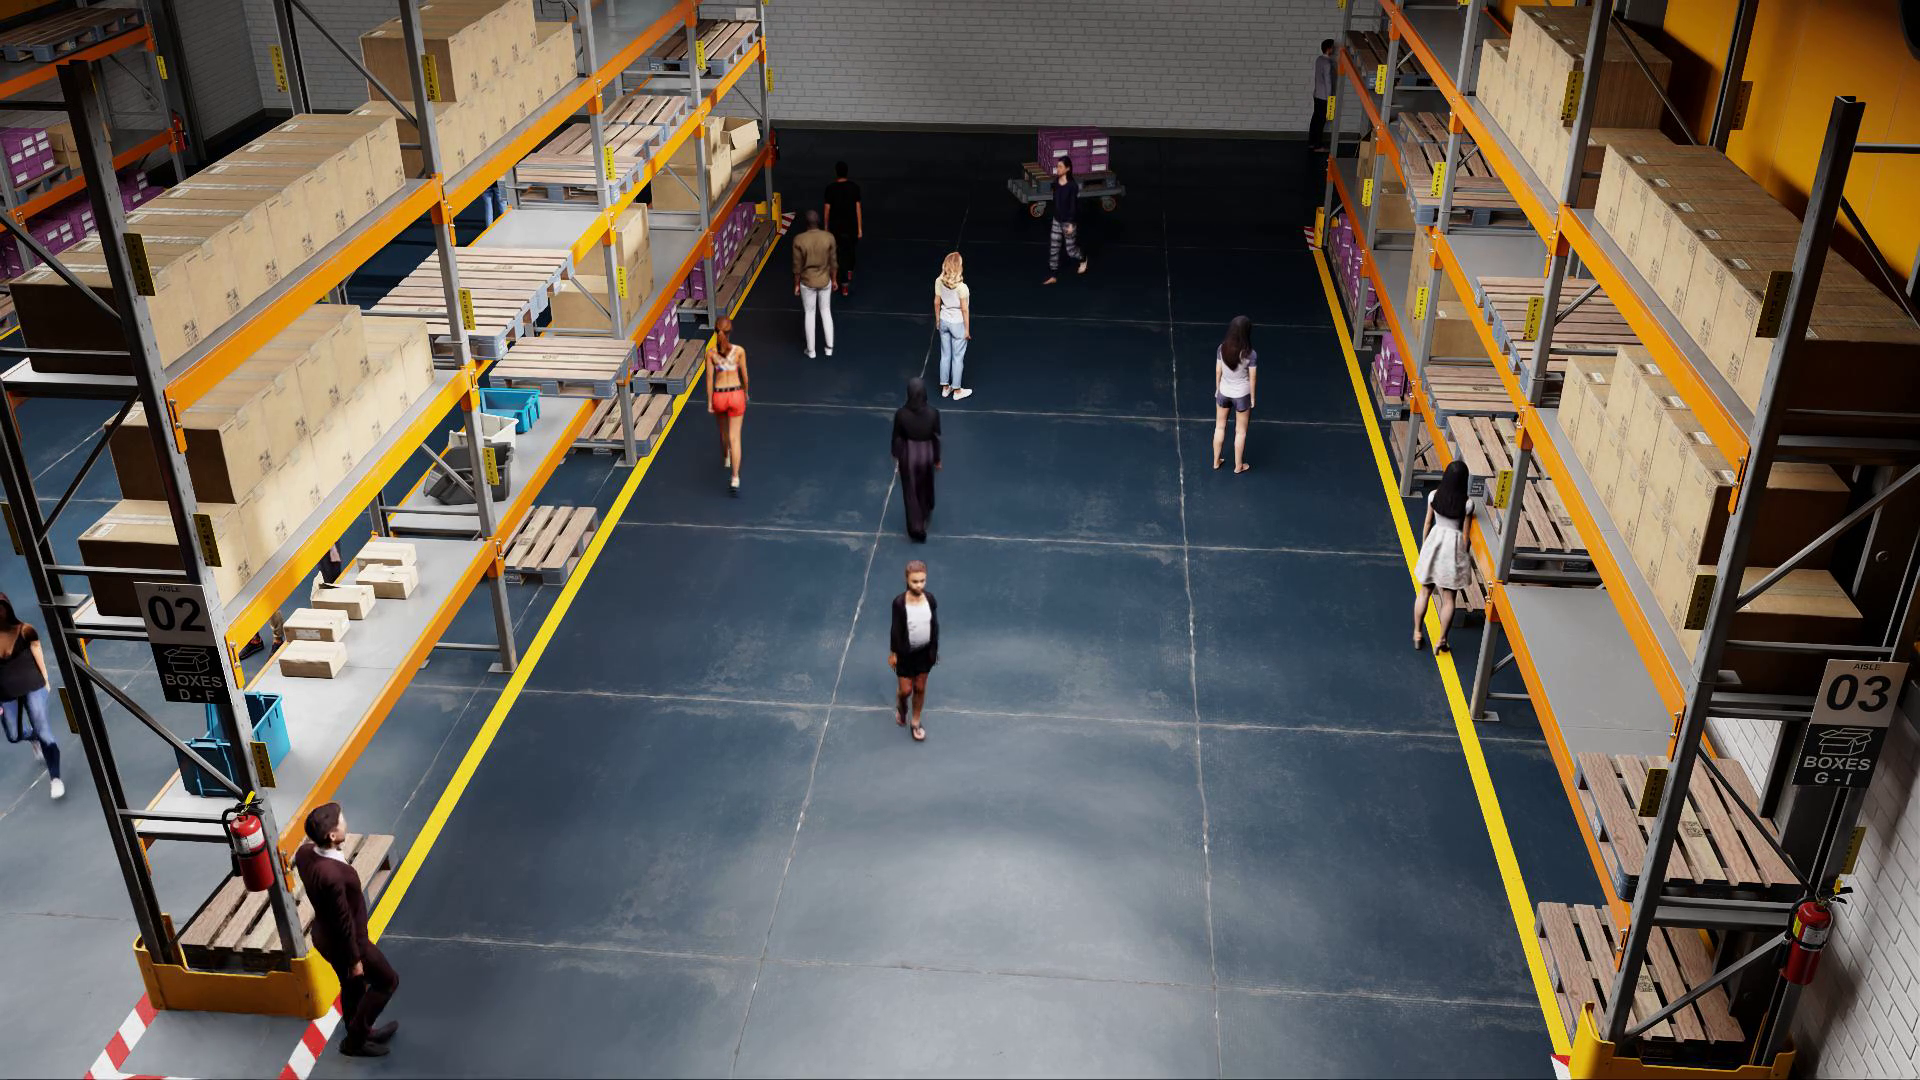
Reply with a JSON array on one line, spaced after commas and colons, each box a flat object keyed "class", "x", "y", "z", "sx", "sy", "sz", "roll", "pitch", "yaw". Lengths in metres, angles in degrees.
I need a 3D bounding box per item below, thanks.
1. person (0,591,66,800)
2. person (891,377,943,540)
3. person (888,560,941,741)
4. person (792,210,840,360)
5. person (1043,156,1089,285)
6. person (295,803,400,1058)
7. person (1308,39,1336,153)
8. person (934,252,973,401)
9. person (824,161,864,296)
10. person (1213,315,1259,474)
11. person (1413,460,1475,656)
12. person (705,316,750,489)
[{"class": "person", "x": -7.034, "y": 1.094, "z": 12.448, "sx": 0.831, "sy": 1.699, "sz": 1.040, "roll": -11, "pitch": 30, "yaw": -19}, {"class": "person", "x": -0.416, "y": -0.763, "z": 15.946, "sx": 0.796, "sy": 1.611, "sz": 1.073, "roll": -5, "pitch": 29, "yaw": -9}, {"class": "person", "x": -0.384, "y": 0.824, "z": 13.099, "sx": 0.672, "sy": 1.550, "sz": 0.732, "roll": -9, "pitch": 30, "yaw": -16}, {"class": "person", "x": -1.736, "y": -3.081, "z": 19.970, "sx": 0.800, "sy": 1.825, "sz": 0.731, "roll": -9, "pitch": 30, "yaw": -15}, {"class": "person", "x": 1.460, "y": -4.292, "z": 22.315, "sx": 0.977, "sy": 1.707, "sz": 1.105, "roll": 24, "pitch": 37, "yaw": 36}, {"class": "person", "x": -3.738, "y": 2.399, "z": 9.895, "sx": 0.884, "sy": 1.853, "sz": 0.838, "roll": -25, "pitch": 37, "yaw": -38}, {"class": "person", "x": 6.116, "y": -7.515, "z": 28.072, "sx": 0.794, "sy": 1.852, "sz": 0.609, "roll": -5, "pitch": 29, "yaw": -9}, {"class": "person", "x": -0.081, "y": -2.438, "z": 18.901, "sx": 0.710, "sy": 1.722, "sz": 0.719, "roll": 20, "pitch": 34, "yaw": 32}, {"class": "person", "x": -1.530, "y": -4.069, "z": 21.893, "sx": 0.808, "sy": 1.719, "sz": 1.150, "roll": -3, "pitch": 29, "yaw": -6}, {"class": "person", "x": 2.842, "y": -1.521, "z": 17.236, "sx": 0.670, "sy": 1.706, "sz": 0.660, "roll": 16, "pitch": 32, "yaw": 27}, {"class": "person", "x": 4.109, "y": 0.145, "z": 14.116, "sx": 0.775, "sy": 1.769, "sz": 0.799, "roll": 19, "pitch": 34, "yaw": 30}, {"class": "person", "x": -2.339, "y": -1.359, "z": 16.890, "sx": 0.763, "sy": 1.752, "sz": 1.198, "roll": -5, "pitch": 29, "yaw": -9}]
